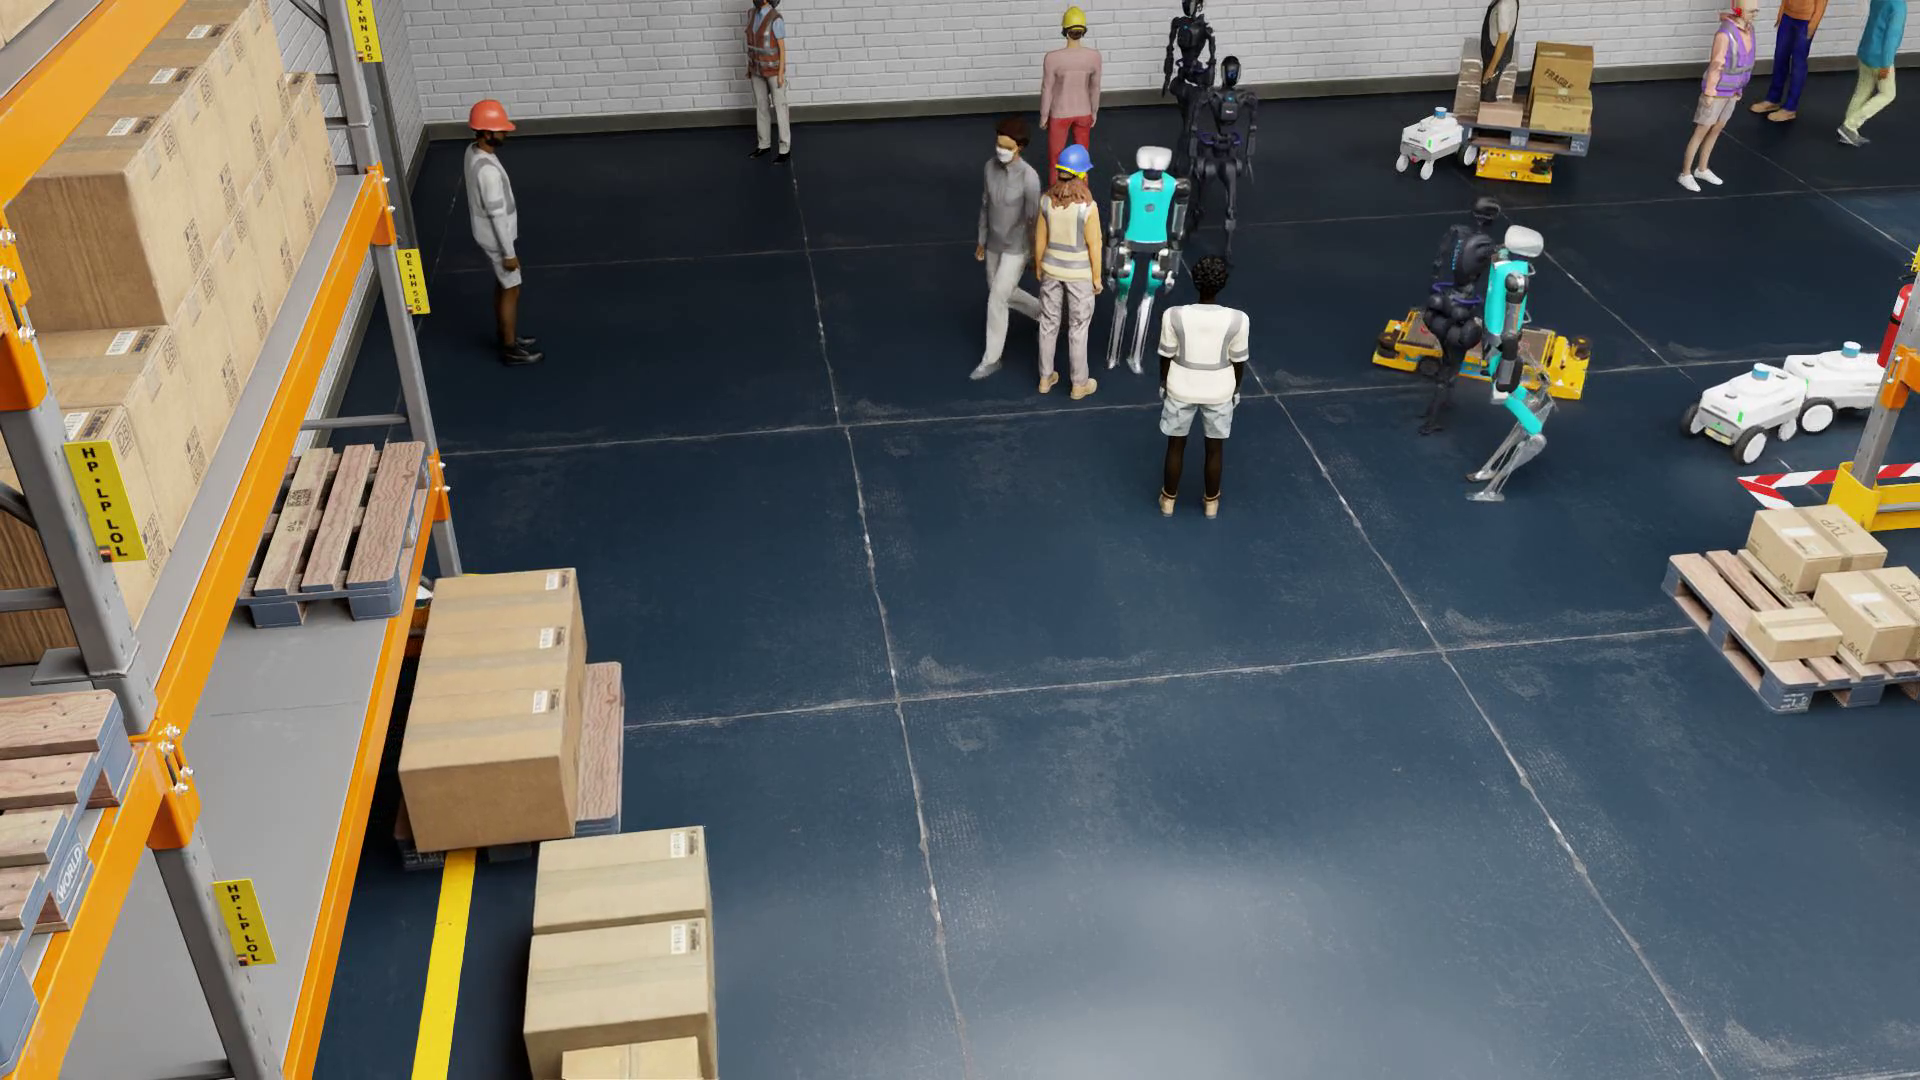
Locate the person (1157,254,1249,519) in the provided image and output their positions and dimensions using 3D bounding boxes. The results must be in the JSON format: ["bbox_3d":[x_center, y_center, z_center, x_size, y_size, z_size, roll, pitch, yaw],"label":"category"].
[{"bbox_3d":[1.427,-0.889,9.910,0.533,1.693,0.320,4,33,7],"label":"person"}]

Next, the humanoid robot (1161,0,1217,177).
[{"bbox_3d":[2.055,-4.101,14.886,0.766,1.626,0.609,-26,41,-34],"label":"humanoid robot"}]

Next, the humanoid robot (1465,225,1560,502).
[{"bbox_3d":[3.441,-1.059,10.093,0.655,1.754,0.544,3,33,4],"label":"humanoid robot"}]

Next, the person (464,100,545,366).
[{"bbox_3d":[-3.192,-2.126,11.603,0.385,1.923,0.547,-14,36,-21],"label":"person"}]

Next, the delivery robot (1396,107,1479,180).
[{"bbox_3d":[4.353,-3.652,15.179,0.773,0.586,0.499,-26,41,-34],"label":"delivery robot"}]

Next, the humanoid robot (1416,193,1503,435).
[{"bbox_3d":[3.263,-1.477,10.832,0.510,1.639,0.612,-17,37,-24],"label":"humanoid robot"}]

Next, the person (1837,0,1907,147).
[{"bbox_3d":[8.539,-4.498,15.404,0.376,1.738,0.564,1,33,2],"label":"person"}]

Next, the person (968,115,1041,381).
[{"bbox_3d":[0.386,-2.070,11.554,0.843,1.864,0.536,-24,40,-32],"label":"person"}]

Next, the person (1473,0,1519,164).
[{"bbox_3d":[4.815,-4.327,15.041,0.325,1.843,0.513,10,34,15],"label":"person"}]

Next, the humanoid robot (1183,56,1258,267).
[{"bbox_3d":[2.071,-3.066,13.310,0.585,1.621,0.785,-3,33,-5],"label":"humanoid robot"}]

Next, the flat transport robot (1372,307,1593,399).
[{"bbox_3d":[3.742,-1.345,11.914,1.431,0.231,0.659,13,35,19],"label":"flat transport robot"}]

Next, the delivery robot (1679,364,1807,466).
[{"bbox_3d":[5.179,-0.865,10.917,0.791,0.595,0.499,-18,37,-26],"label":"delivery robot"}]

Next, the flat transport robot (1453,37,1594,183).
[{"bbox_3d":[5.171,-3.673,15.481,0.659,0.231,1.431,9,34,14],"label":"flat transport robot"}]

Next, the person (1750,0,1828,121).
[{"bbox_3d":[8.105,-5.068,16.067,0.402,1.973,0.515,-11,35,-16],"label":"person"}]

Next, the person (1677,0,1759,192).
[{"bbox_3d":[6.666,-3.910,14.542,0.493,1.691,0.343,-21,39,-29],"label":"person"}]

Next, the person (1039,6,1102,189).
[{"bbox_3d":[0.920,-3.579,13.977,0.525,1.760,0.327,-9,34,-14],"label":"person"}]

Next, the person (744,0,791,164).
[{"bbox_3d":[-1.752,-4.276,15.102,0.437,1.690,0.315,22,39,30],"label":"person"}]

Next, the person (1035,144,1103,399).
[{"bbox_3d":[0.734,-1.802,11.233,0.481,1.776,0.306,15,36,22],"label":"person"}]

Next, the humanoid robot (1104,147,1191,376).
[{"bbox_3d":[1.254,-1.910,11.478,0.546,1.813,0.774,2,33,2],"label":"humanoid robot"}]

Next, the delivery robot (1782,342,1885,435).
[{"bbox_3d":[5.915,-1.048,11.188,0.780,0.586,0.499,-1,33,-2],"label":"delivery robot"}]
